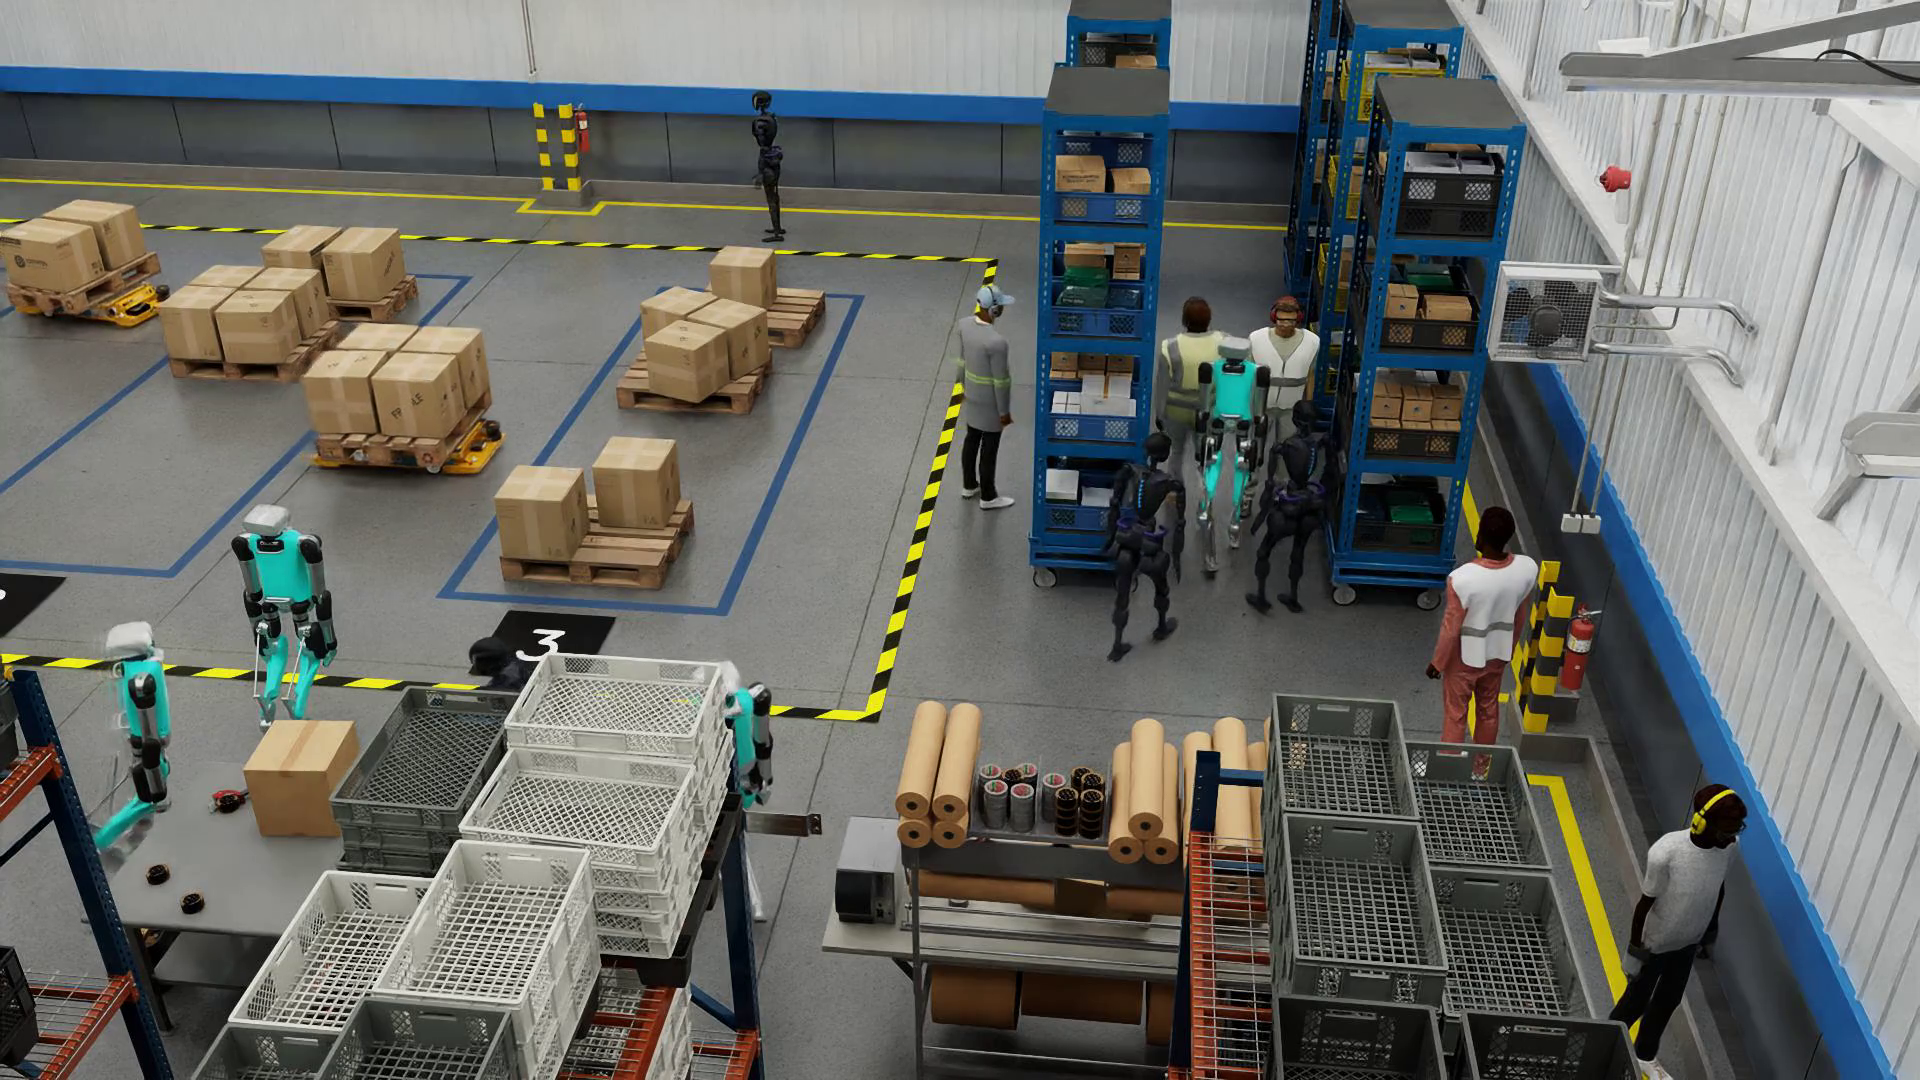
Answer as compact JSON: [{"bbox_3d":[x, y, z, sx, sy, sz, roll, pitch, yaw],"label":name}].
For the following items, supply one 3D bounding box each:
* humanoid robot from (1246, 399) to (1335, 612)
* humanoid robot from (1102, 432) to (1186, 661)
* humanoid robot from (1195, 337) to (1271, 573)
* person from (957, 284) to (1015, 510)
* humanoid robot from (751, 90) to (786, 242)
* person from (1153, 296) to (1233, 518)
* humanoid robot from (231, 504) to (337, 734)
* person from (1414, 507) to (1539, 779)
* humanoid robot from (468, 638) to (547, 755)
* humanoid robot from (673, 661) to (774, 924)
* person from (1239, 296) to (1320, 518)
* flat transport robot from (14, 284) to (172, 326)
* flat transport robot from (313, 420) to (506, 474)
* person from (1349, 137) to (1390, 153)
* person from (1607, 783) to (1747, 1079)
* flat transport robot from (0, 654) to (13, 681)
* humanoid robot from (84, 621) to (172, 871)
[{"bbox_3d":[2.342,-0.231,11.659,0.616,1.649,0.333,-13,33,-21],"label":"humanoid robot"},{"bbox_3d":[1.253,0.014,11.264,0.612,1.638,0.640,18,35,28],"label":"humanoid robot"},{"bbox_3d":[1.933,-0.537,12.151,0.555,1.736,0.952,8,31,13],"label":"humanoid robot"},{"bbox_3d":[0.231,-1.130,13.041,0.398,1.850,0.595,-18,35,-27],"label":"person"},{"bbox_3d":[-2.124,-4.127,18.348,0.315,1.657,0.599,2,30,4],"label":"humanoid robot"},{"bbox_3d":[1.799,-1.010,12.863,0.638,1.820,0.672,-1,30,-3],"label":"person"},{"bbox_3d":[-4.067,0.661,9.945,0.533,1.677,0.735,3,30,5],"label":"humanoid robot"},{"bbox_3d":[3.071,0.667,9.888,0.587,1.920,0.393,-11,32,-18],"label":"person"},{"bbox_3d":[-2.361,1.238,9.161,0.474,1.636,0.601,5,31,9],"label":"humanoid robot"},{"bbox_3d":[-1.342,1.273,9.017,0.558,1.717,0.957,-17,34,-27],"label":"humanoid robot"},{"bbox_3d":[2.449,-1.036,12.885,0.568,1.843,0.373,1,30,1],"label":"person"},{"bbox_3d":[-8.773,-2.452,16.857,1.431,0.197,0.652,8,31,14],"label":"flat transport robot"},{"bbox_3d":[-4.651,-0.826,14.065,1.431,0.197,0.652,3,30,6],"label":"flat transport robot"},{"bbox_3d":[4.389,-3.979,17.928,0.506,1.864,0.313,11,32,18],"label":"person"},{"bbox_3d":[3.358,1.901,7.836,0.513,1.854,0.335,-10,32,-17],"label":"person"},{"bbox_3d":[-7.142,0.969,11.010,1.431,0.231,0.659,3,30,6],"label":"flat transport robot"},{"bbox_3d":[-4.544,1.331,9.025,0.731,1.877,0.536,-13,33,-21],"label":"humanoid robot"}]
